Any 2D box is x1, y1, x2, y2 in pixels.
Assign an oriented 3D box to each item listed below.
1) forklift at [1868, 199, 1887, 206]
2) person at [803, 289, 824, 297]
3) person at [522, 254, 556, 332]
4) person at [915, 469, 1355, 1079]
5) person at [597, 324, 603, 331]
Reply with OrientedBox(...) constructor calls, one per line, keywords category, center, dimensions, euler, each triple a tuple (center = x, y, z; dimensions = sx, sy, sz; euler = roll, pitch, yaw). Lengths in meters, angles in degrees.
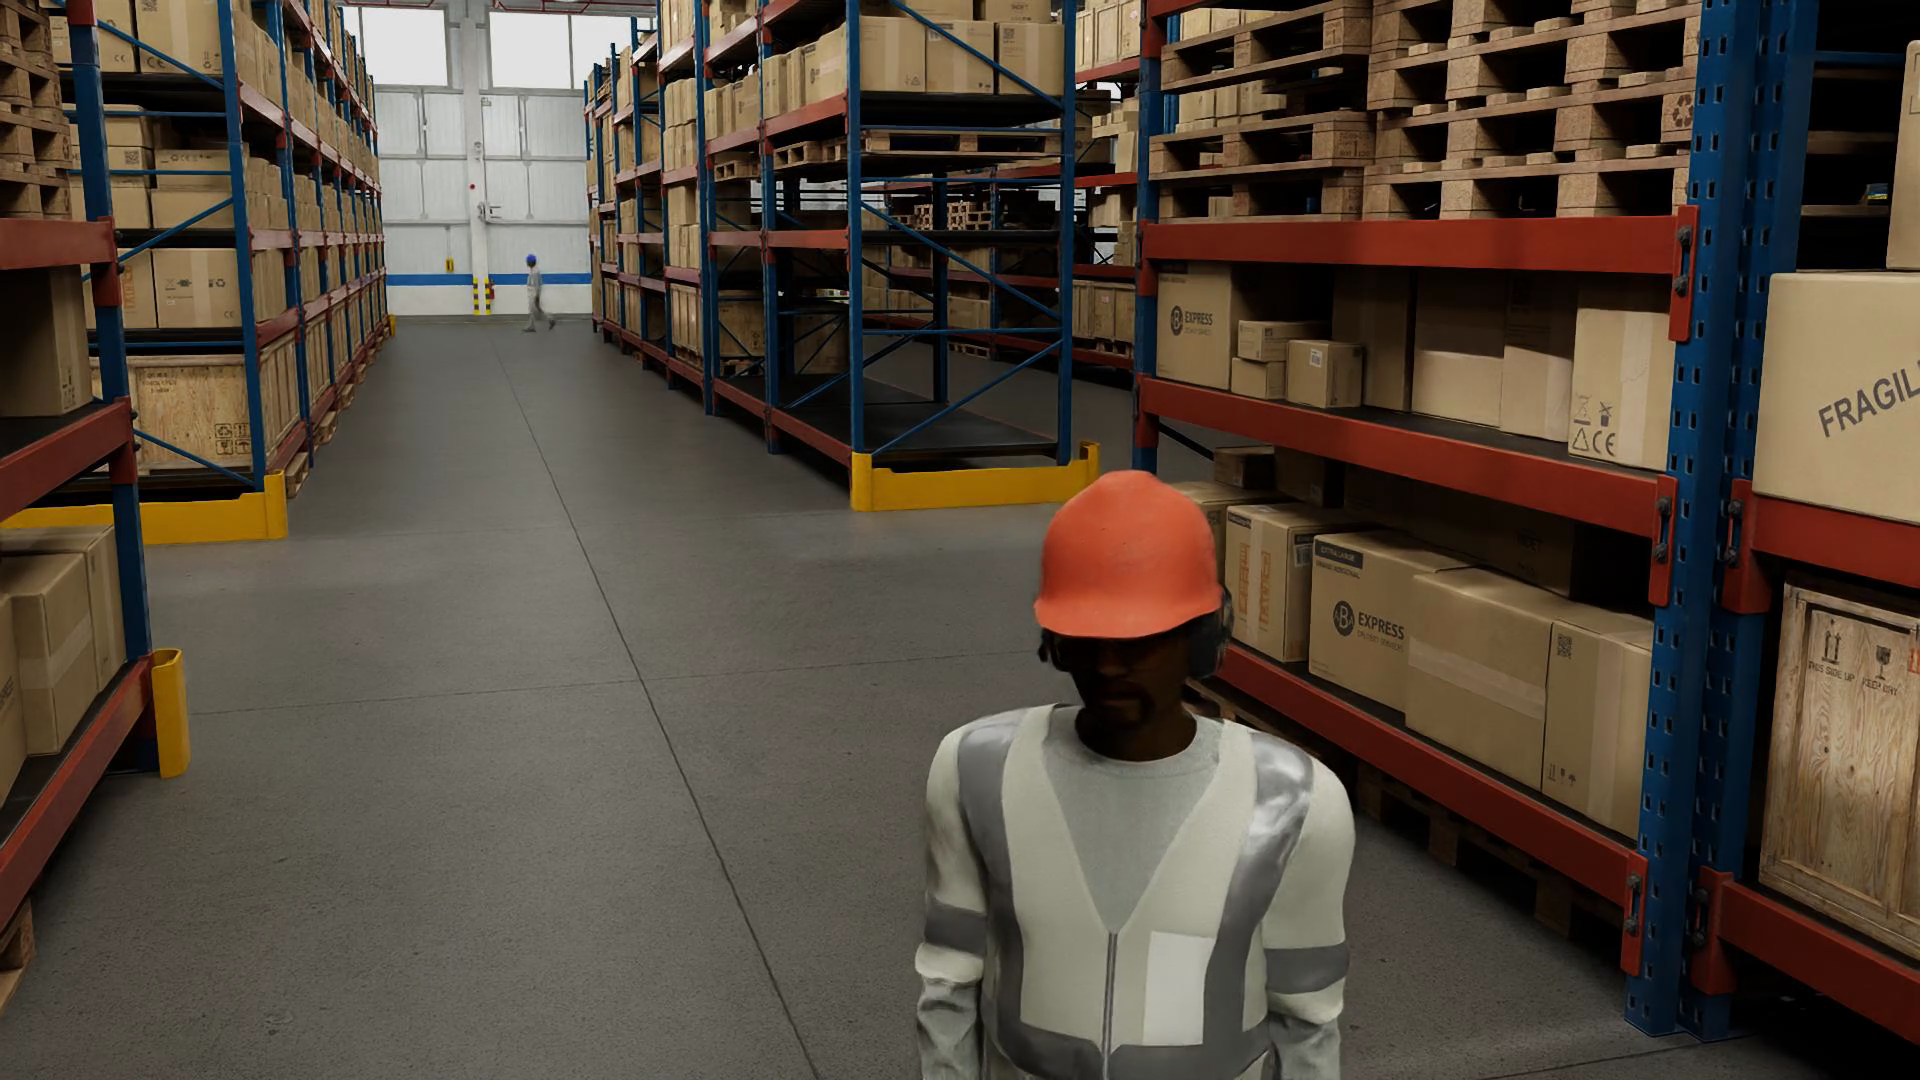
OrientedBox(category="forklift", center=(11.338, -2.915, 21.052), dimensions=(1.129, 2.768, 1.873), euler=(-3, 11, -17))
OrientedBox(category="person", center=(-2.960, -4.682, 33.672), dimensions=(0.430, 1.817, 0.707), euler=(-1, 10, -7))
OrientedBox(category="person", center=(-10.466, -6.110, 41.197), dimensions=(0.750, 1.923, 0.620), euler=(-3, 11, -14))
OrientedBox(category="person", center=(0.229, 0.912, 2.365), dimensions=(0.606, 2.045, 0.389), euler=(2, 11, 13))
OrientedBox(category="person", center=(-9.004, -6.082, 41.544), dimensions=(0.365, 1.728, 0.512), euler=(-3, 11, -14))
